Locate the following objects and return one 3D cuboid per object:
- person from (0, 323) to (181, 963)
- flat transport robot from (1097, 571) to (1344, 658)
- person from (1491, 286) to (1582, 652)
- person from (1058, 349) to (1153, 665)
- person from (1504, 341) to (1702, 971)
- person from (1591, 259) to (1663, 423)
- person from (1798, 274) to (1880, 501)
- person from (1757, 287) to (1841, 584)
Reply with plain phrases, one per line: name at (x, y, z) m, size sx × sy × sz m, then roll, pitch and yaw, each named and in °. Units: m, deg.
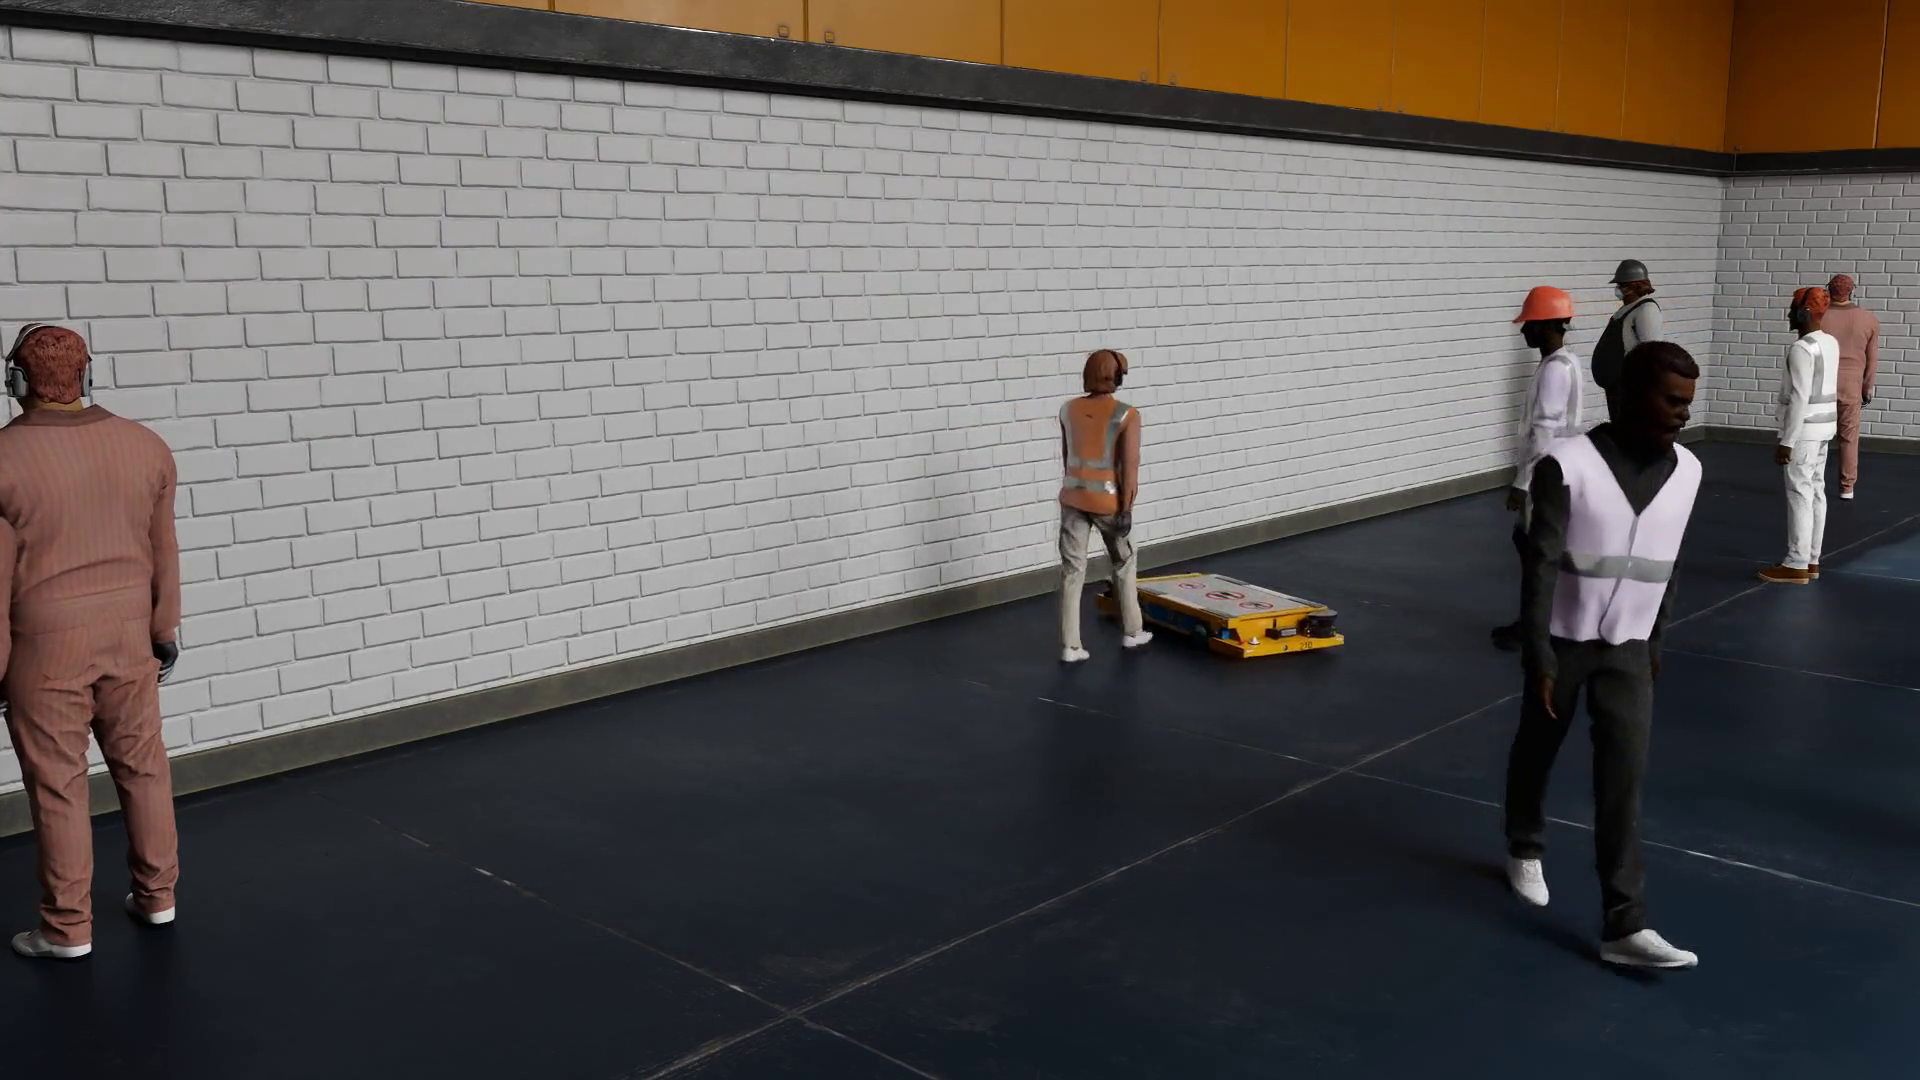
person at (-2.672, 0.307, 5.014) m, size 0.409 × 1.907 × 0.650 m, roll 6°, pitch 12°, yaw 32°
flat transport robot at (1.410, 0.386, 9.219) m, size 0.652 × 0.197 × 1.431 m, roll -5°, pitch 11°, yaw -26°
person at (3.034, -0.358, 8.724) m, size 0.393 × 1.931 × 0.561 m, roll 4°, pitch 11°, yaw 20°
person at (0.755, -0.181, 8.647) m, size 0.522 × 1.604 × 0.778 m, roll 7°, pitch 12°, yaw 33°
person at (1.969, 0.322, 5.082) m, size 0.602 × 1.846 × 0.999 m, roll -1°, pitch 10°, yaw -7°
person at (5.678, -1.378, 14.227) m, size 0.535 × 2.000 × 0.688 m, roll 1°, pitch 10°, yaw 6°
person at (7.372, -1.282, 14.058) m, size 0.639 × 1.910 × 0.407 m, roll 3°, pitch 10°, yaw 15°
person at (5.364, -0.659, 10.586) m, size 0.575 × 1.882 × 0.359 m, roll -9°, pitch 14°, yaw -43°
